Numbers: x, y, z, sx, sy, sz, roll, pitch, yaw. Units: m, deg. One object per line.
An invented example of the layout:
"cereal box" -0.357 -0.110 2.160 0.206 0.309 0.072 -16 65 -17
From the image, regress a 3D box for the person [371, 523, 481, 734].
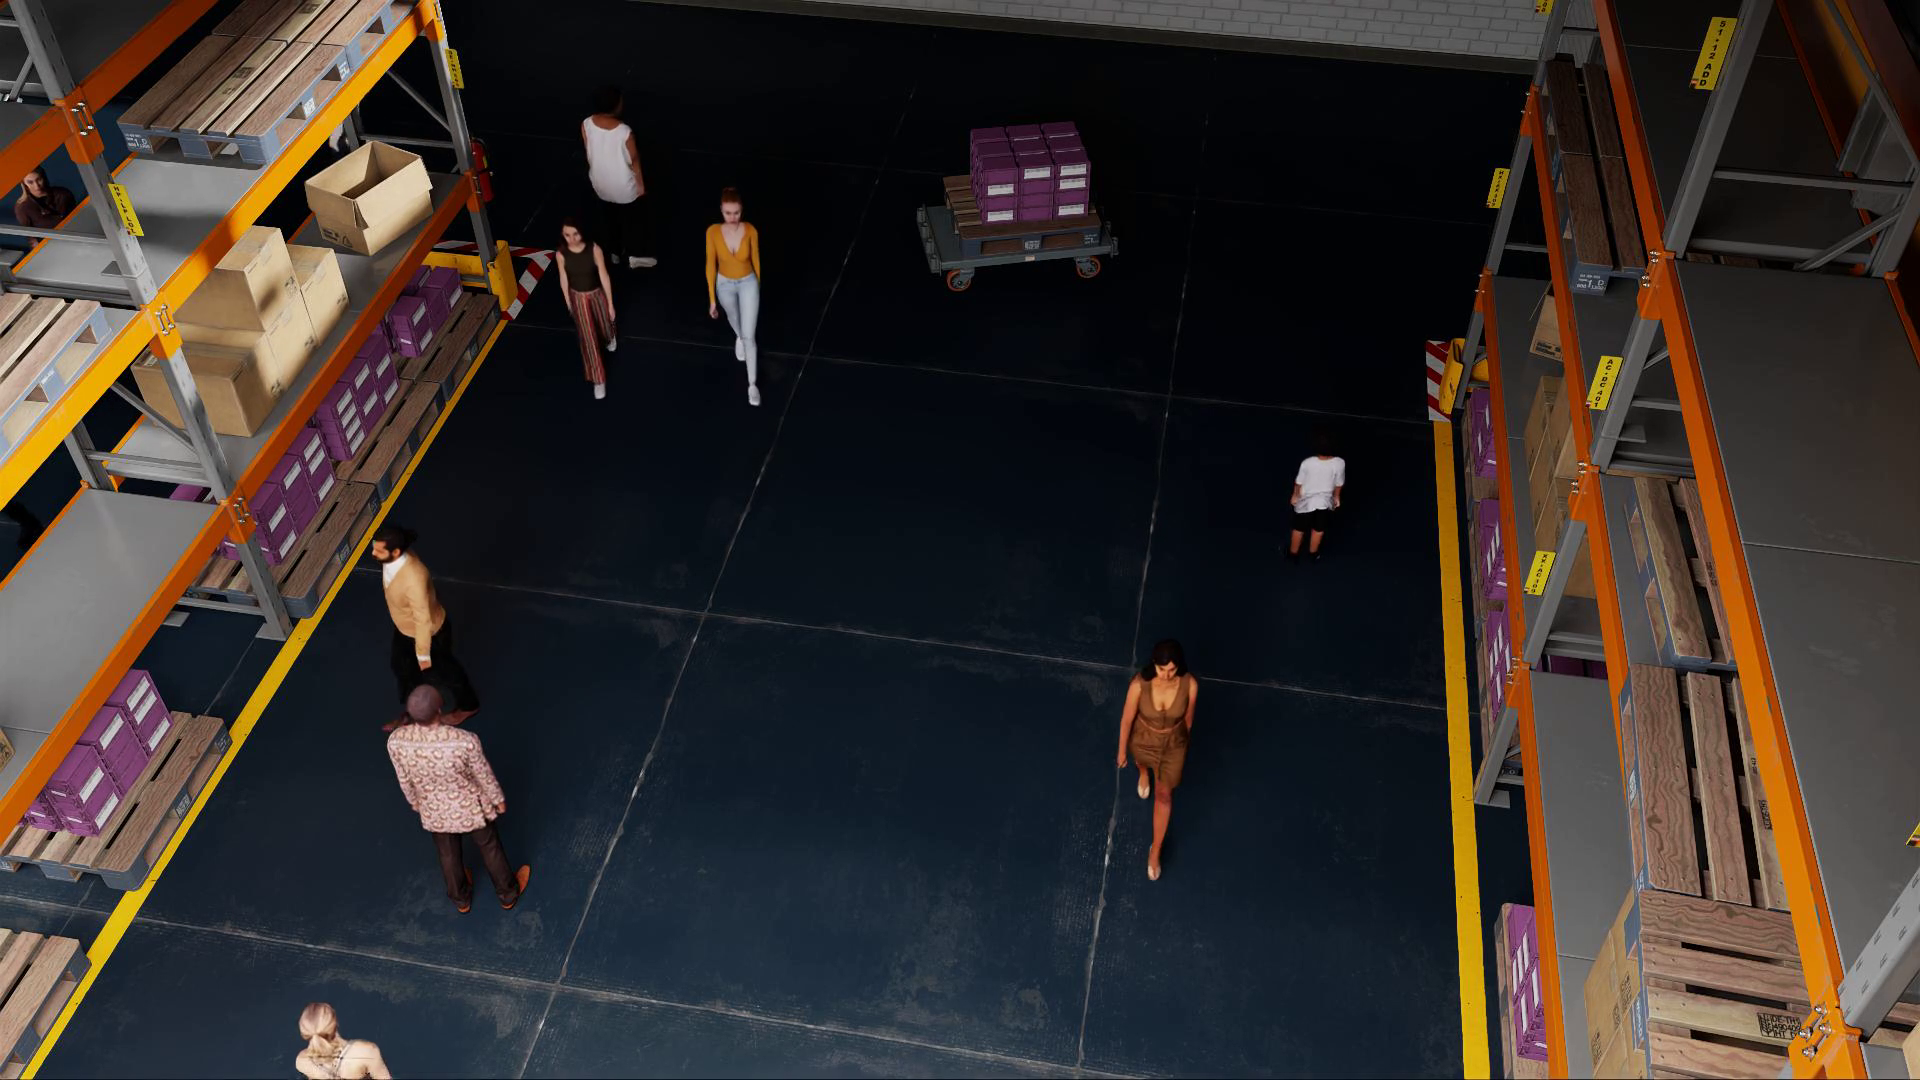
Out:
"person" -3.290 0.520 10.380 0.995 1.742 0.926 -30 51 -27

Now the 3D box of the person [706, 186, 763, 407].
"person" -1.771 -2.005 13.064 0.814 1.698 1.248 -4 44 -4

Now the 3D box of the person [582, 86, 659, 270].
"person" -2.929 -3.100 14.222 0.724 1.685 0.680 11 45 11

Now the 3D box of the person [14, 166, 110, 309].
"person" -7.174 -2.286 13.354 0.637 1.704 0.731 -32 52 -29

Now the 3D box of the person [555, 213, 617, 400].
"person" -2.910 -1.936 13.107 0.761 1.539 1.105 -5 44 -5

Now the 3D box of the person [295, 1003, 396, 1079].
"person" -2.872 2.821 8.004 0.689 1.689 0.785 -4 44 -4

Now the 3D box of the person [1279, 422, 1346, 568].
"person" 2.486 -0.311 11.608 0.526 1.253 0.522 8 44 8

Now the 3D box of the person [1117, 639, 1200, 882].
"person" 1.153 1.129 9.819 0.665 1.635 1.096 3 44 3

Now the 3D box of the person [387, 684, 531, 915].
"person" -2.835 1.472 9.333 0.734 1.808 0.645 0 44 0
